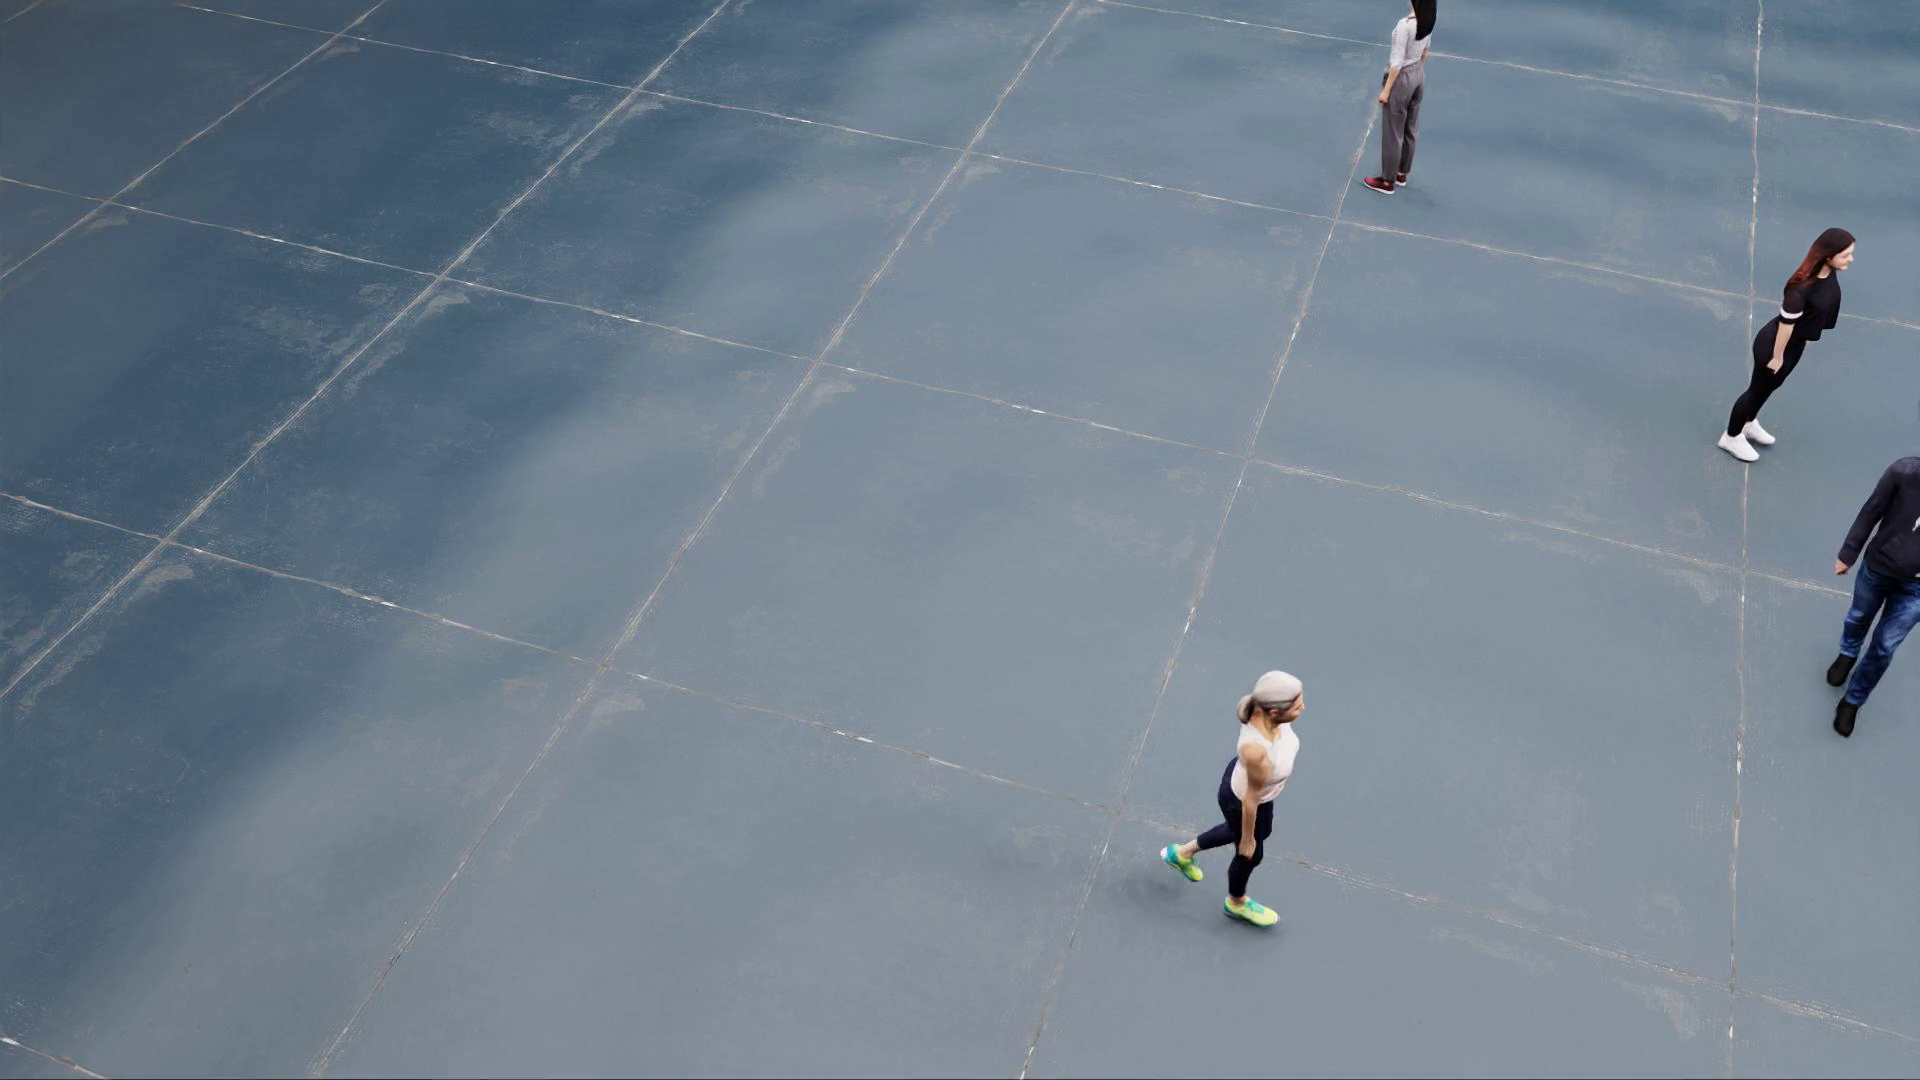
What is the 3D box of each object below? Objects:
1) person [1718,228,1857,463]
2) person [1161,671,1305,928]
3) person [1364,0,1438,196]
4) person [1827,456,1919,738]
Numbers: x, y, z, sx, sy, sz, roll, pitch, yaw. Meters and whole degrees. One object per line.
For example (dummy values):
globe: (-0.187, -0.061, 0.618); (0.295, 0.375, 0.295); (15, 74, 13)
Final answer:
person: (5.048, -1.213, 10.172); (0.716, 1.636, 0.696); (34, 53, 31)
person: (1.235, 1.164, 7.583); (0.821, 1.694, 0.621); (13, 45, 14)
person: (3.343, -3.419, 12.463); (0.689, 1.733, 0.690); (-31, 51, -29)
person: (4.905, 0.085, 8.615); (0.964, 1.863, 0.925); (26, 49, 25)
